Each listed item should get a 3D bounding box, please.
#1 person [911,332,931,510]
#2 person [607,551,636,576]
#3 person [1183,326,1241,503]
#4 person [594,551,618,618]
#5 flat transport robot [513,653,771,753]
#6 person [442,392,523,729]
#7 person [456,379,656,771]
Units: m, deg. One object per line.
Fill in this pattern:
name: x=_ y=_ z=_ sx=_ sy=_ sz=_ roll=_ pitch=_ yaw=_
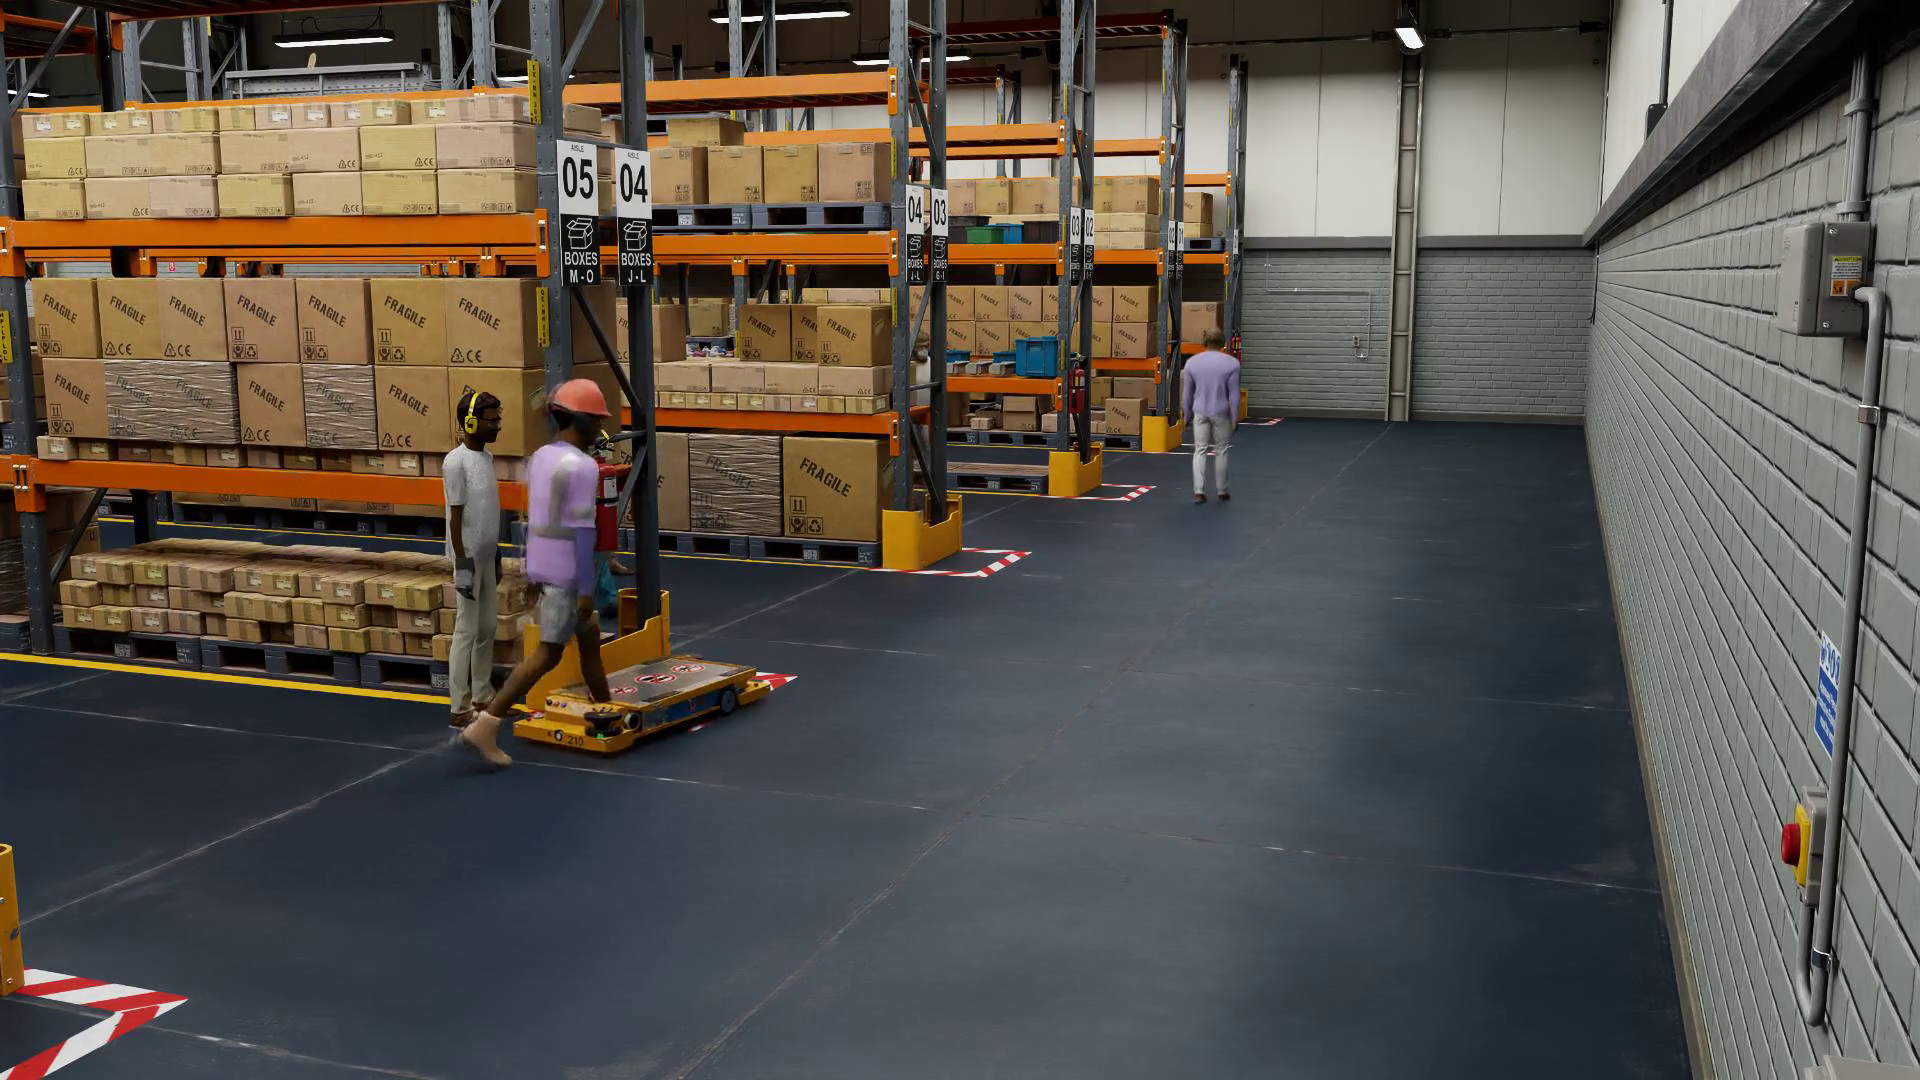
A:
person: x=-0.408 y=-1.213 z=17.353 sx=0.637 sy=1.887 sz=0.966 roll=-4 pitch=10 yaw=-22
person: x=-3.090 y=-0.639 z=13.804 sx=0.741 sy=1.884 sz=0.650 roll=1 pitch=9 yaw=6
person: x=2.756 y=-1.361 z=18.173 sx=0.630 sy=1.945 sz=0.424 roll=4 pitch=10 yaw=21
person: x=-2.799 y=-0.327 z=12.116 sx=0.994 sy=1.793 sz=0.587 roll=8 pitch=12 yaw=41
flat transport robot: x=-1.746 y=0.885 z=9.303 sx=0.652 sy=0.197 sz=1.431 roll=5 pitch=10 yaw=29
person: x=-2.661 y=0.115 z=9.181 sx=0.325 sy=1.860 sz=0.515 roll=2 pitch=9 yaw=10
person: x=-2.096 y=0.159 z=8.563 sx=1.093 sy=1.991 sz=0.621 roll=-7 pitch=11 yaw=-36
